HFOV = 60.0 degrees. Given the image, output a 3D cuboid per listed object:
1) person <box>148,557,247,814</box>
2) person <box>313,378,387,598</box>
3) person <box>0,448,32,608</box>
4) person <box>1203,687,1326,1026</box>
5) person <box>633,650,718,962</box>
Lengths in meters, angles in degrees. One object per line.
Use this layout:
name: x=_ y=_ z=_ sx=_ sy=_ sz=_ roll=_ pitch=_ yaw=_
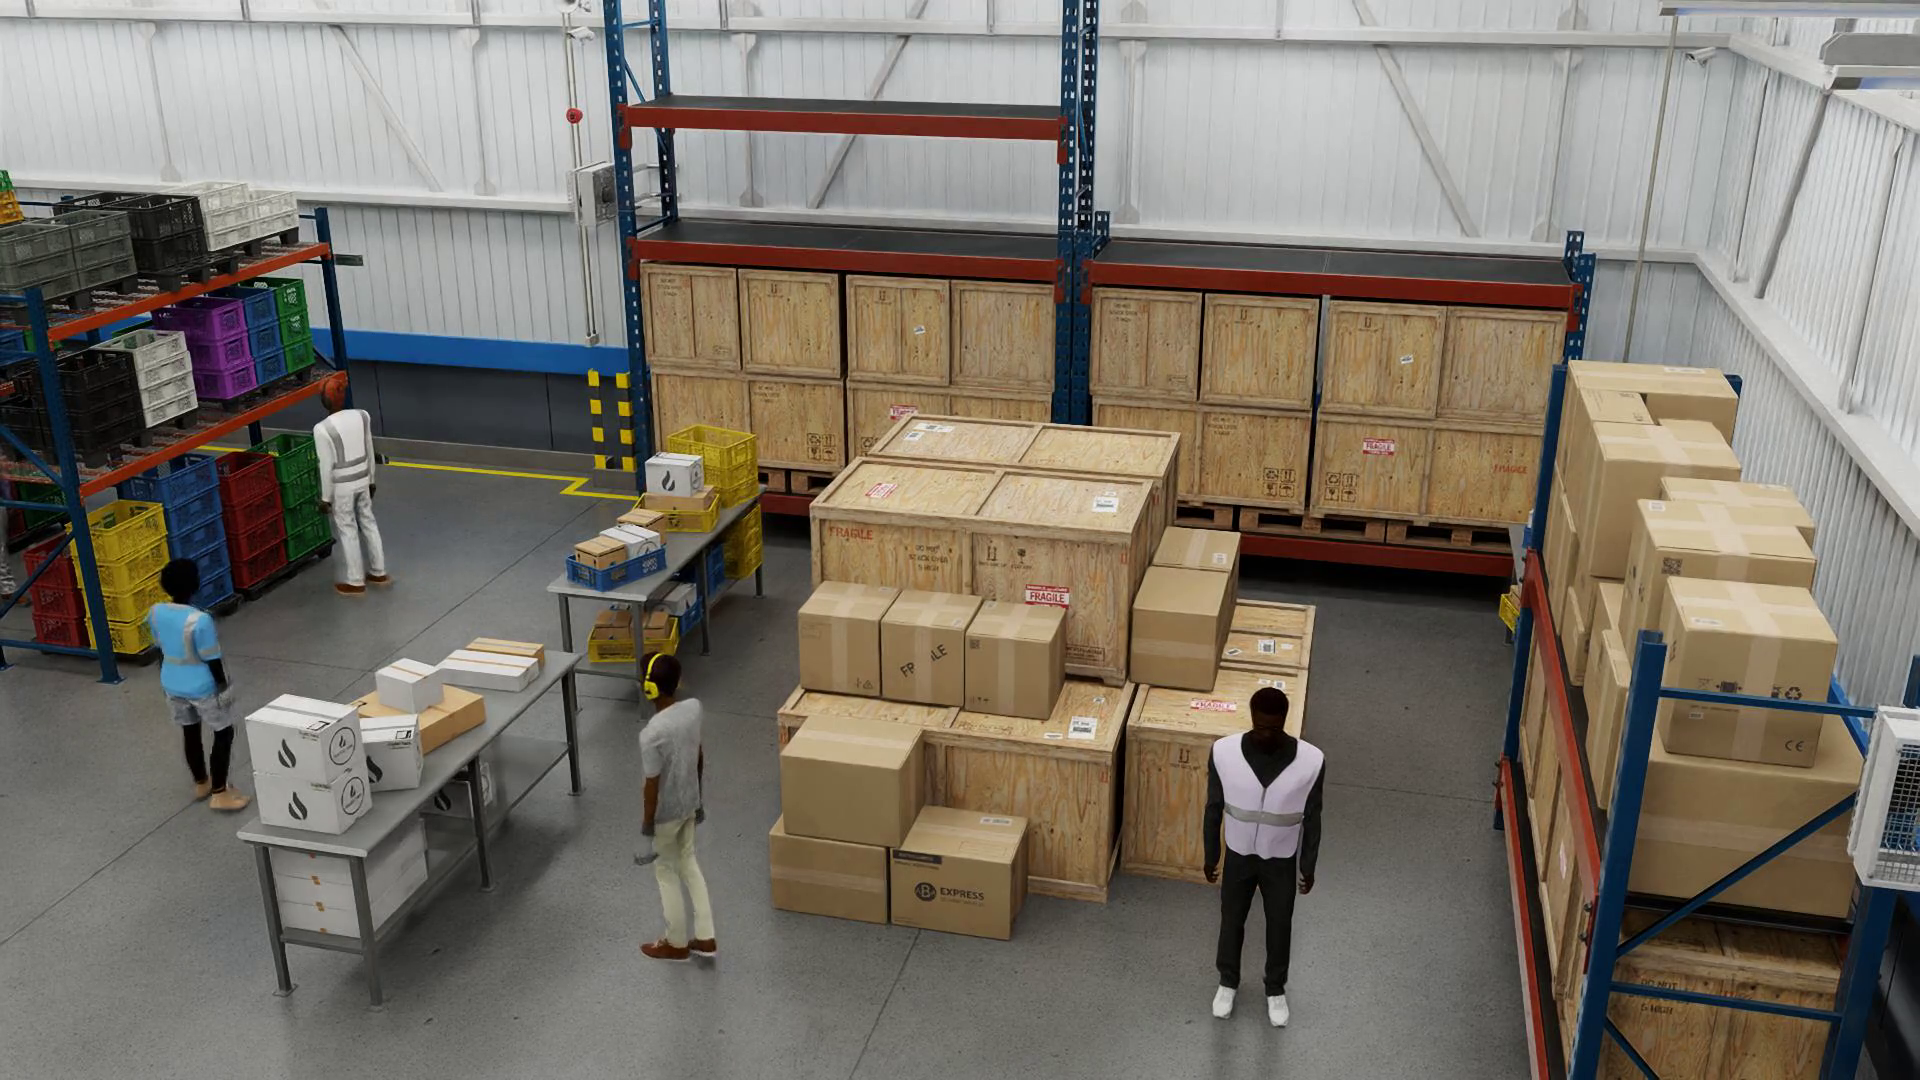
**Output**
person: x=-4.882 y=0.931 z=10.596 sx=0.629 sy=1.691 sz=0.430 roll=10 pitch=23 yaw=25
person: x=-5.121 y=-0.447 z=13.932 sx=0.337 sy=1.883 sz=0.584 roll=10 pitch=23 yaw=24
person: x=-8.020 y=-0.310 z=13.511 sx=0.372 sy=1.932 sz=0.635 roll=11 pitch=24 yaw=27
person: x=1.541 y=1.600 z=8.550 sx=0.592 sy=1.911 sz=0.385 roll=4 pitch=21 yaw=11
person: x=-1.561 y=1.469 z=8.971 sx=0.417 sy=1.880 sz=0.555 roll=11 pitch=23 yaw=26
